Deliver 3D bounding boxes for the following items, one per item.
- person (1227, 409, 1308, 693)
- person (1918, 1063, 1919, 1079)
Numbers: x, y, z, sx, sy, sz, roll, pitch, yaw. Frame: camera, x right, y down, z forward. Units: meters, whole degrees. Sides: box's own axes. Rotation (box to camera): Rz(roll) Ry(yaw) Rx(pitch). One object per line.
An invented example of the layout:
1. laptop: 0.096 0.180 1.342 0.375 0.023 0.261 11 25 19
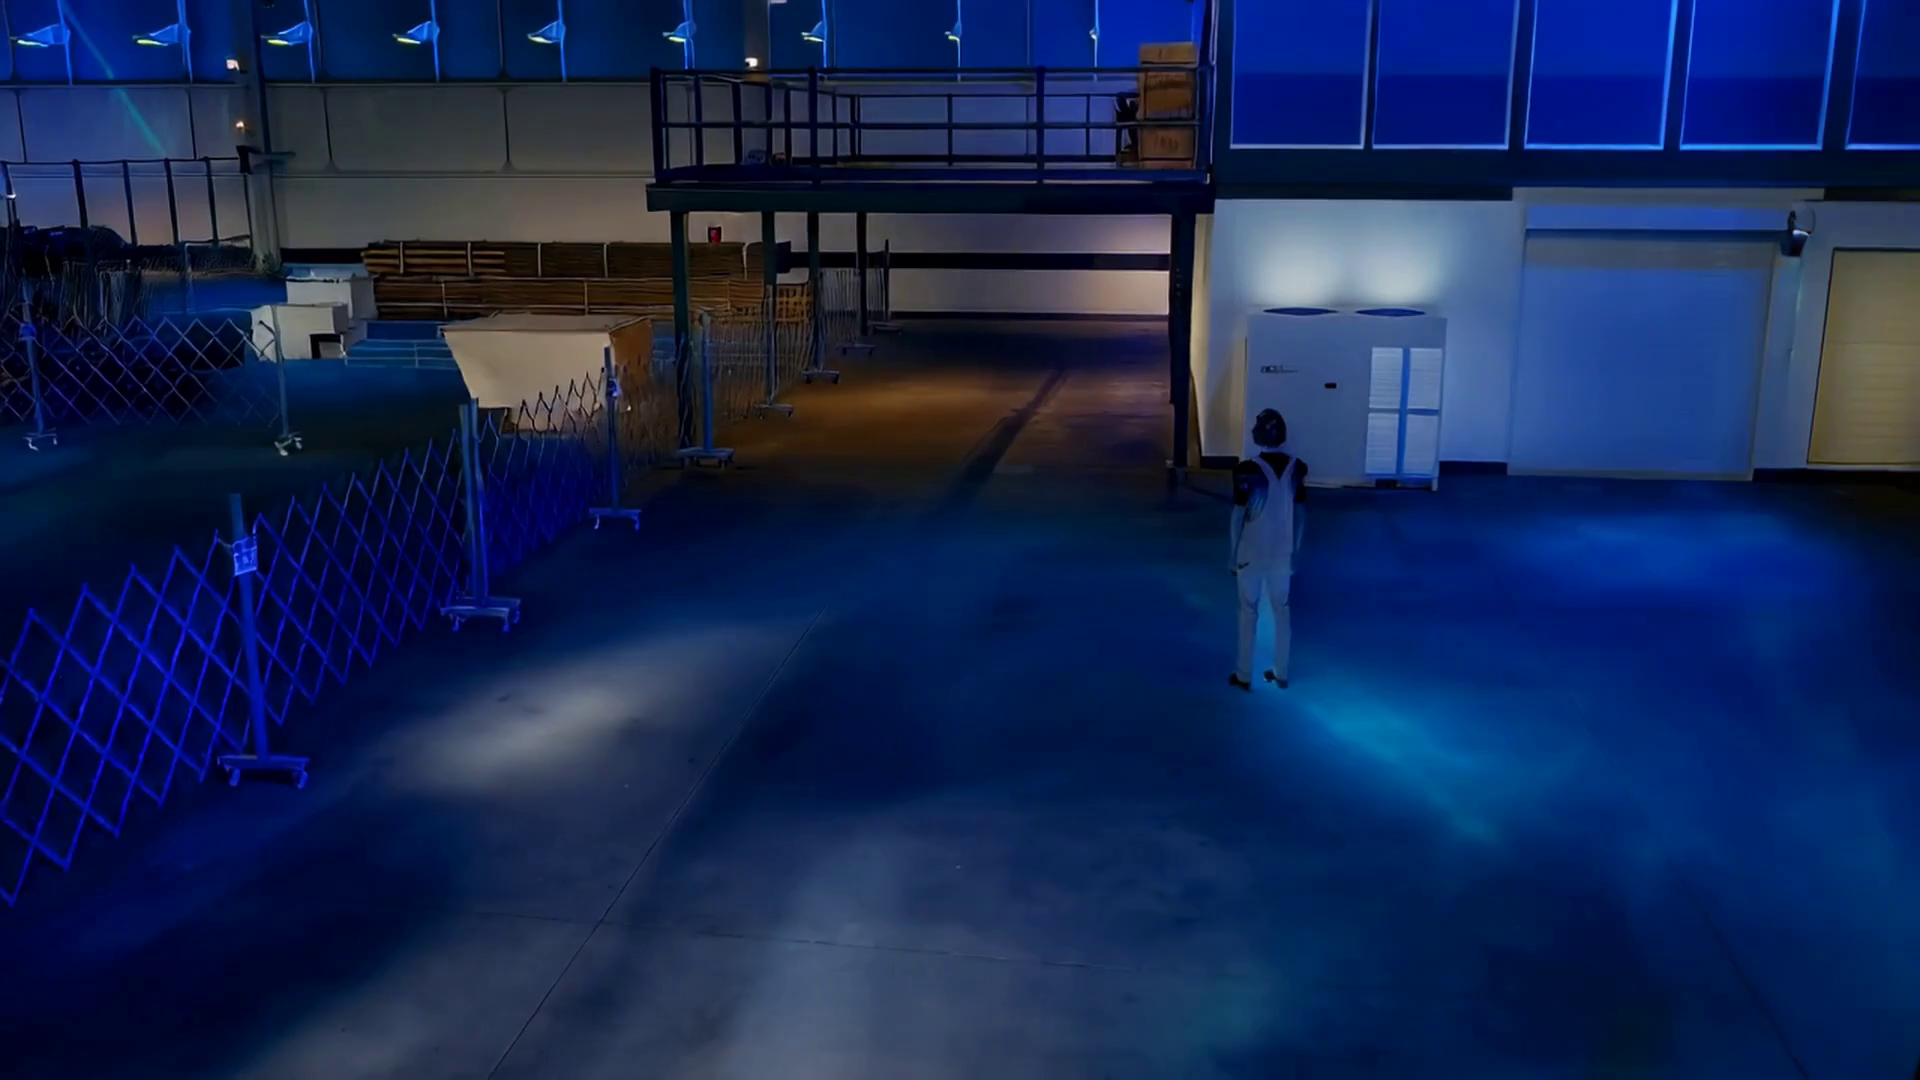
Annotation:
1. person: 1.962 0.079 10.657 0.501 1.839 0.345 -4 14 -15
2. person: 2.874 1.556 4.389 0.790 1.942 0.614 -11 18 -38
